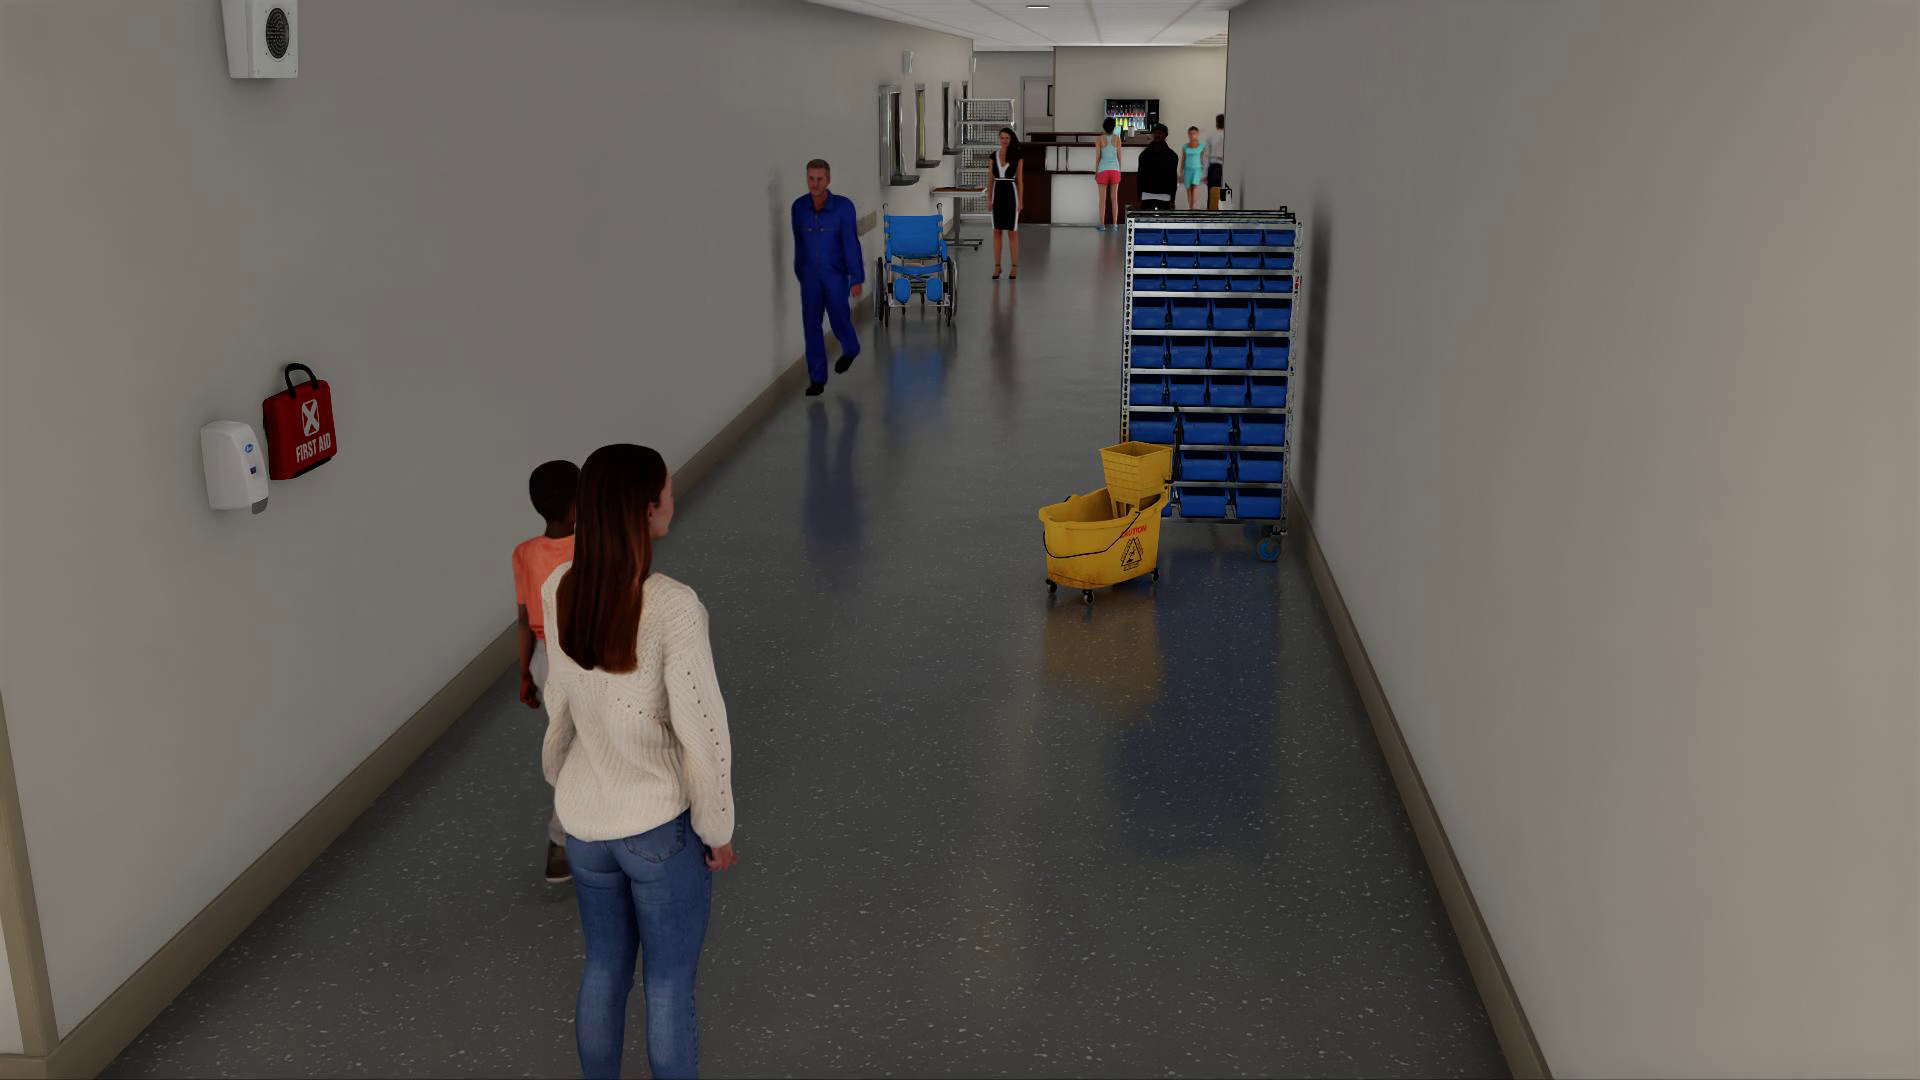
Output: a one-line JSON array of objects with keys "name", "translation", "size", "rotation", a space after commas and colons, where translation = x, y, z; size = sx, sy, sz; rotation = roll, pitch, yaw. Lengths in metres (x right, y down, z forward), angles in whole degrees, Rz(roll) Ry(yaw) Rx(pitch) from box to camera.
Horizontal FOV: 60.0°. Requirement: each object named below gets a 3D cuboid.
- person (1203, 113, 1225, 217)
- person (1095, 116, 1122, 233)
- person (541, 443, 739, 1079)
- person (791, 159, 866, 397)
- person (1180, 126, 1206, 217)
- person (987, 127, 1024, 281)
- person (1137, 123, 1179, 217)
[{"name": "person", "translation": [4.045, -5.694, 25.912], "size": [1.130, 1.774, 0.784], "rotation": [2, 16, 9]}, {"name": "person", "translation": [2.335, -5.759, 26.157], "size": [0.556, 1.765, 0.666], "rotation": [-1, 16, -2]}, {"name": "person", "translation": [-0.712, 0.616, 3.682], "size": [0.640, 1.691, 0.765], "rotation": [9, 18, 30]}, {"name": "person", "translation": [-1.020, -2.017, 12.871], "size": [1.118, 1.772, 0.883], "rotation": [4, 16, 12]}, {"name": "person", "translation": [3.944, -6.190, 28.137], "size": [1.020, 1.521, 0.753], "rotation": [4, 16, 13]}, {"name": "person", "translation": [0.537, -4.044, 20.019], "size": [0.500, 1.795, 0.673], "rotation": [5, 16, 16]}, {"name": "person", "translation": [2.488, -4.335, 21.009], "size": [0.587, 1.818, 0.773], "rotation": [5, 16, 16]}]
